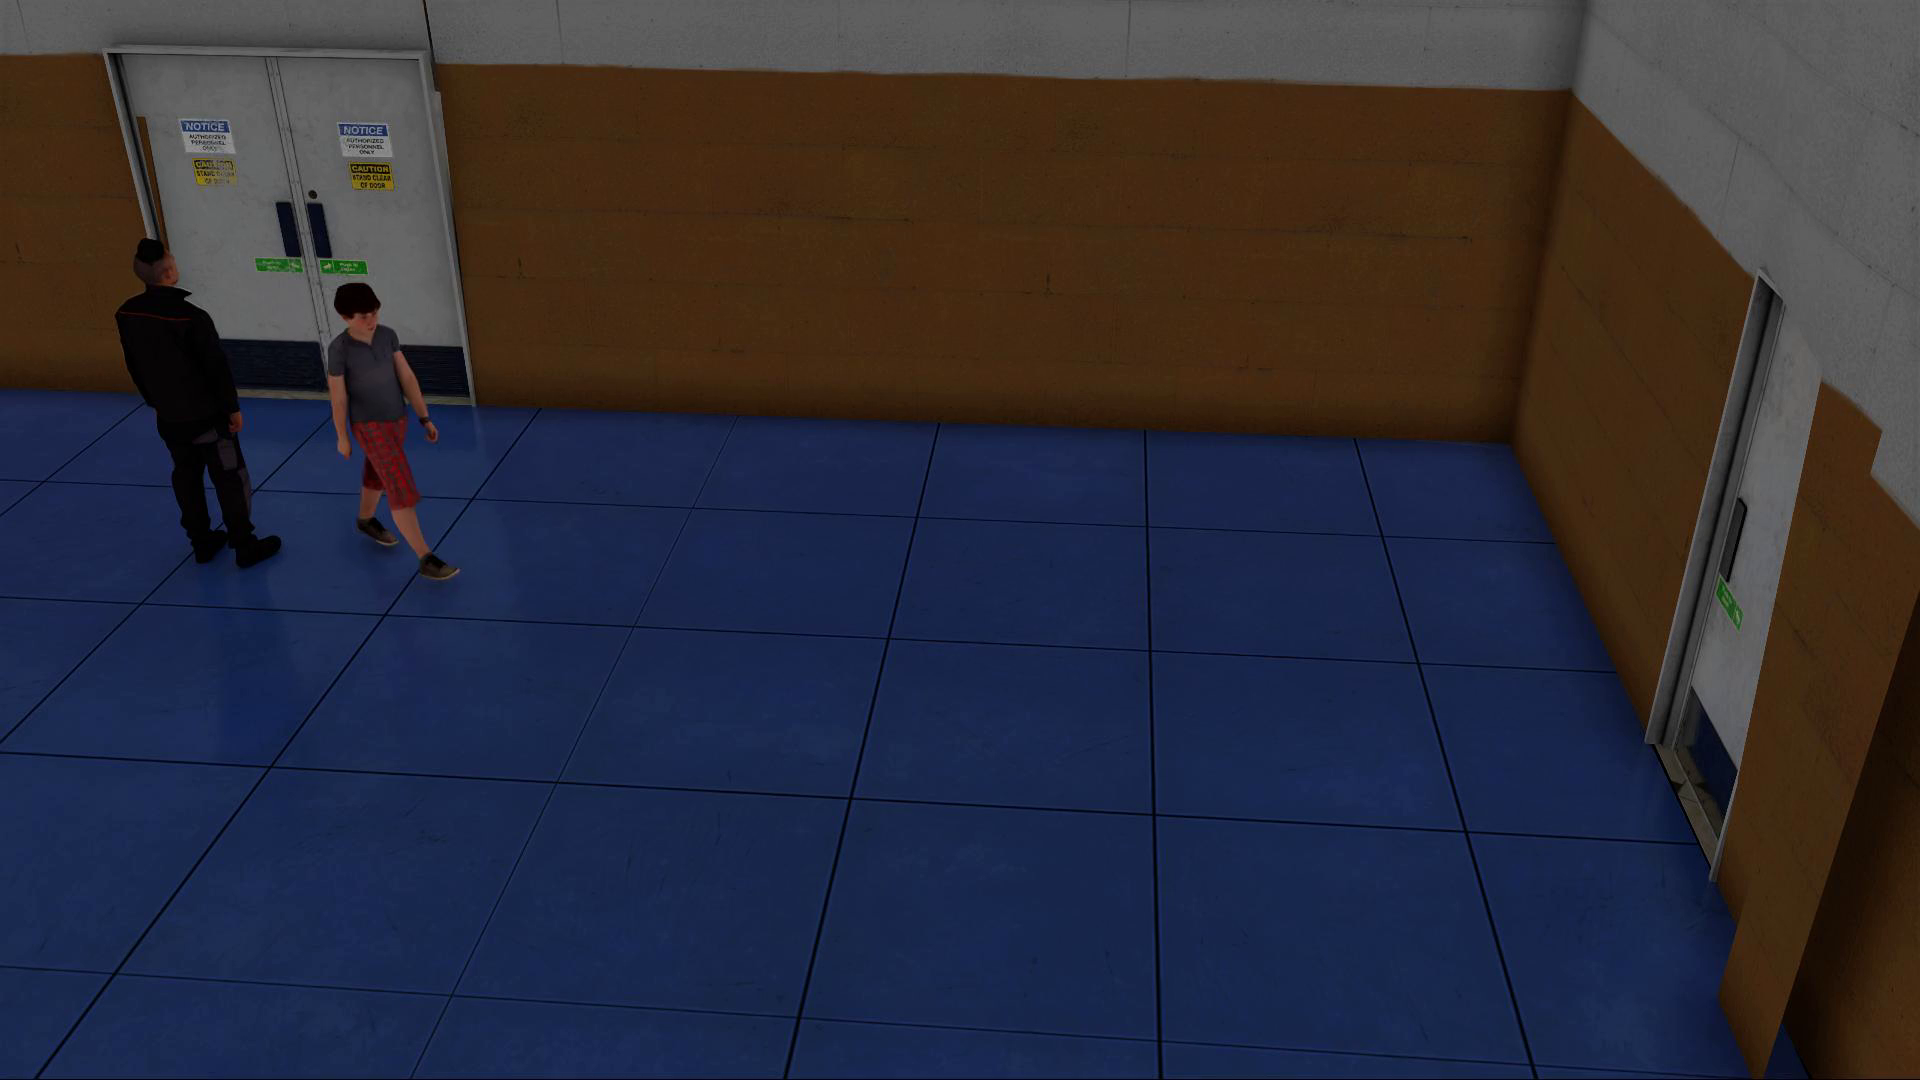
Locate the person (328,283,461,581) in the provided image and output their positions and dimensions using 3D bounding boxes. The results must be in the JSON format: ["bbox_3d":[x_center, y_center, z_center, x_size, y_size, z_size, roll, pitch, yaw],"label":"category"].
[{"bbox_3d":[-3.137,-0.601,8.850,1.000,1.600,1.159,18,33,29],"label":"person"}]

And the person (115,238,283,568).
[{"bbox_3d":[-4.066,-0.728,8.800,0.808,1.861,0.689,8,30,14],"label":"person"}]
